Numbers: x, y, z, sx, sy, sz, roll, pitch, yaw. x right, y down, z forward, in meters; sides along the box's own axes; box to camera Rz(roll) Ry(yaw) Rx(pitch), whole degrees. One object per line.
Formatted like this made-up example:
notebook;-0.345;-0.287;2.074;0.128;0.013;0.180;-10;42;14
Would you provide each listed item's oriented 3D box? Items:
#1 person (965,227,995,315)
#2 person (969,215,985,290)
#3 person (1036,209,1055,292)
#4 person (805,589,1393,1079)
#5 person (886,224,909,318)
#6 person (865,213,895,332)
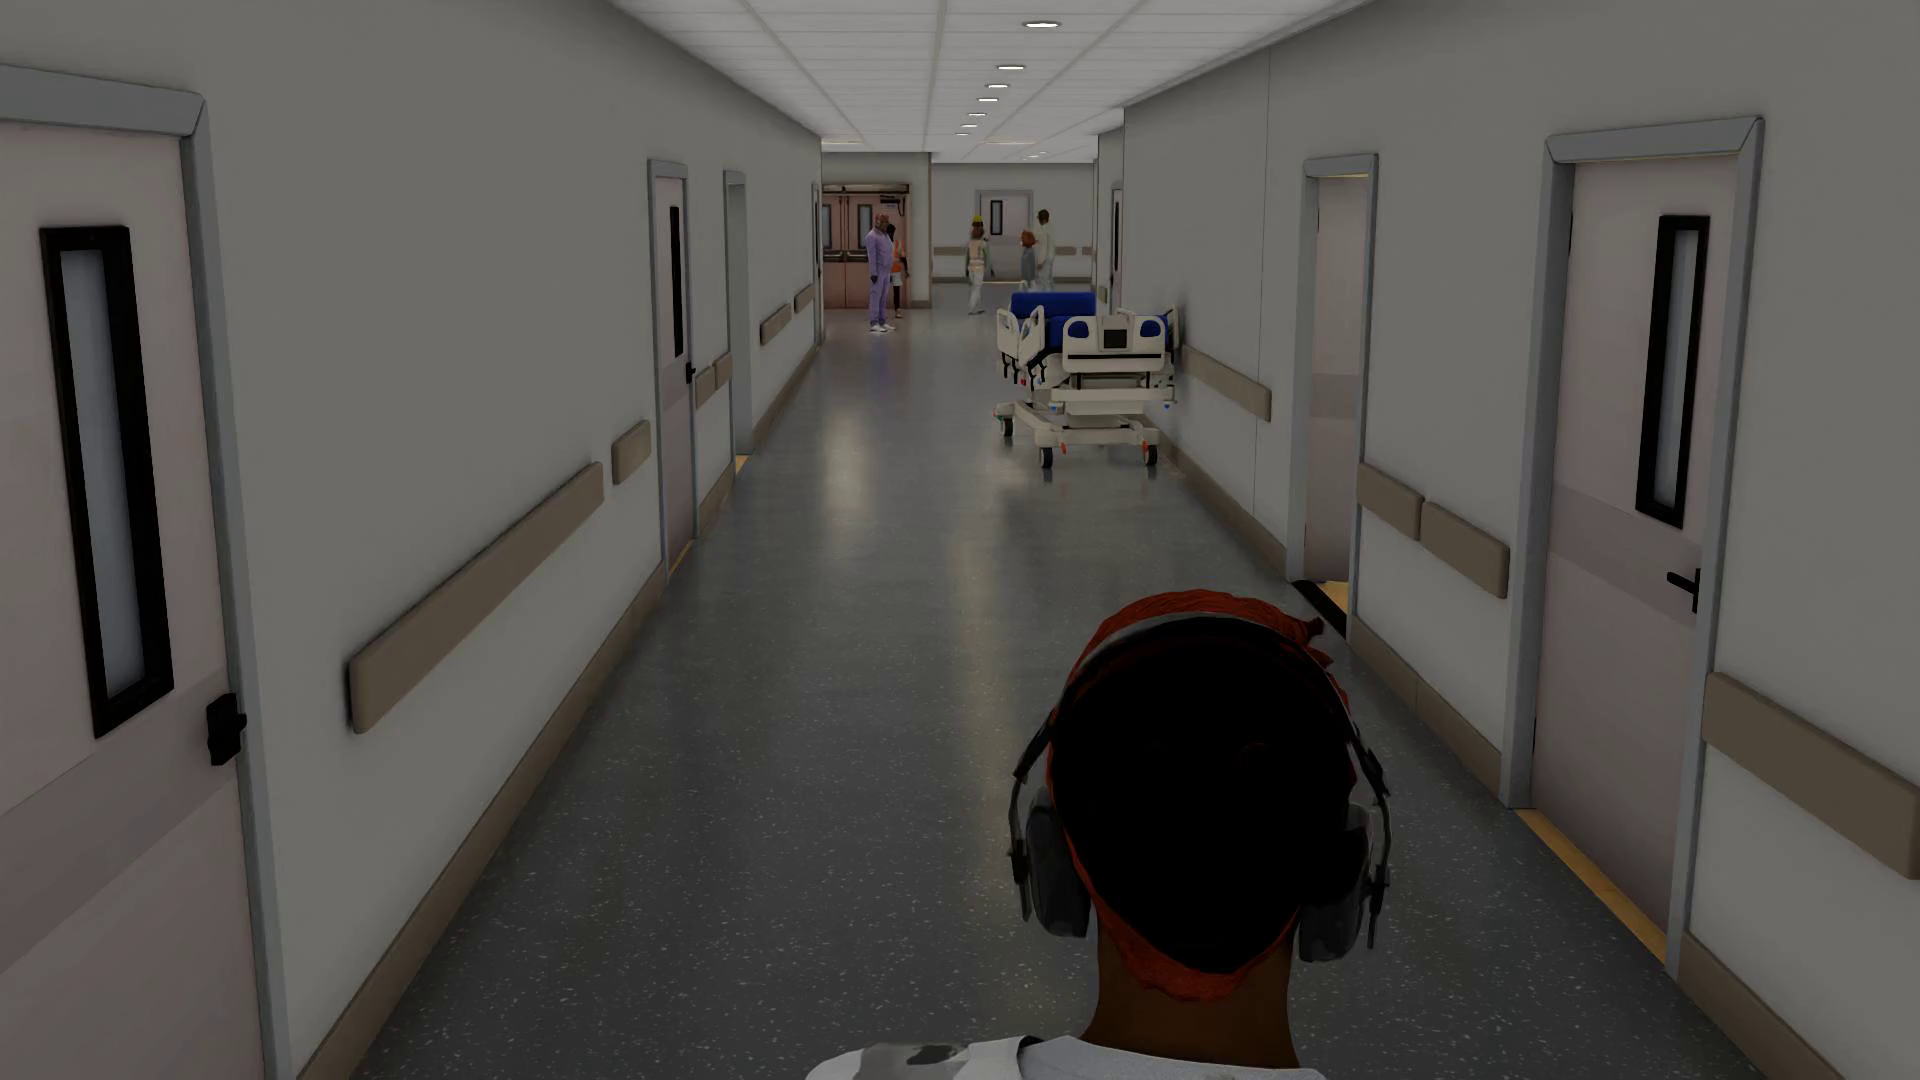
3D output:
person;0.389;-5.006;30.965;0.529;1.606;0.783;10;15;41
person;0.408;-6.777;39.242;0.297;1.745;0.484;9;15;37
person;1.604;-5.247;31.318;0.366;1.936;0.630;4;12;20
person;0.156;0.960;1.204;0.575;1.884;0.355;3;12;16
person;-1.225;-4.807;29.773;0.582;1.689;0.320;-4;12;-17
person;-1.272;-4.338;26.978;0.410;1.904;0.639;5;12;21
